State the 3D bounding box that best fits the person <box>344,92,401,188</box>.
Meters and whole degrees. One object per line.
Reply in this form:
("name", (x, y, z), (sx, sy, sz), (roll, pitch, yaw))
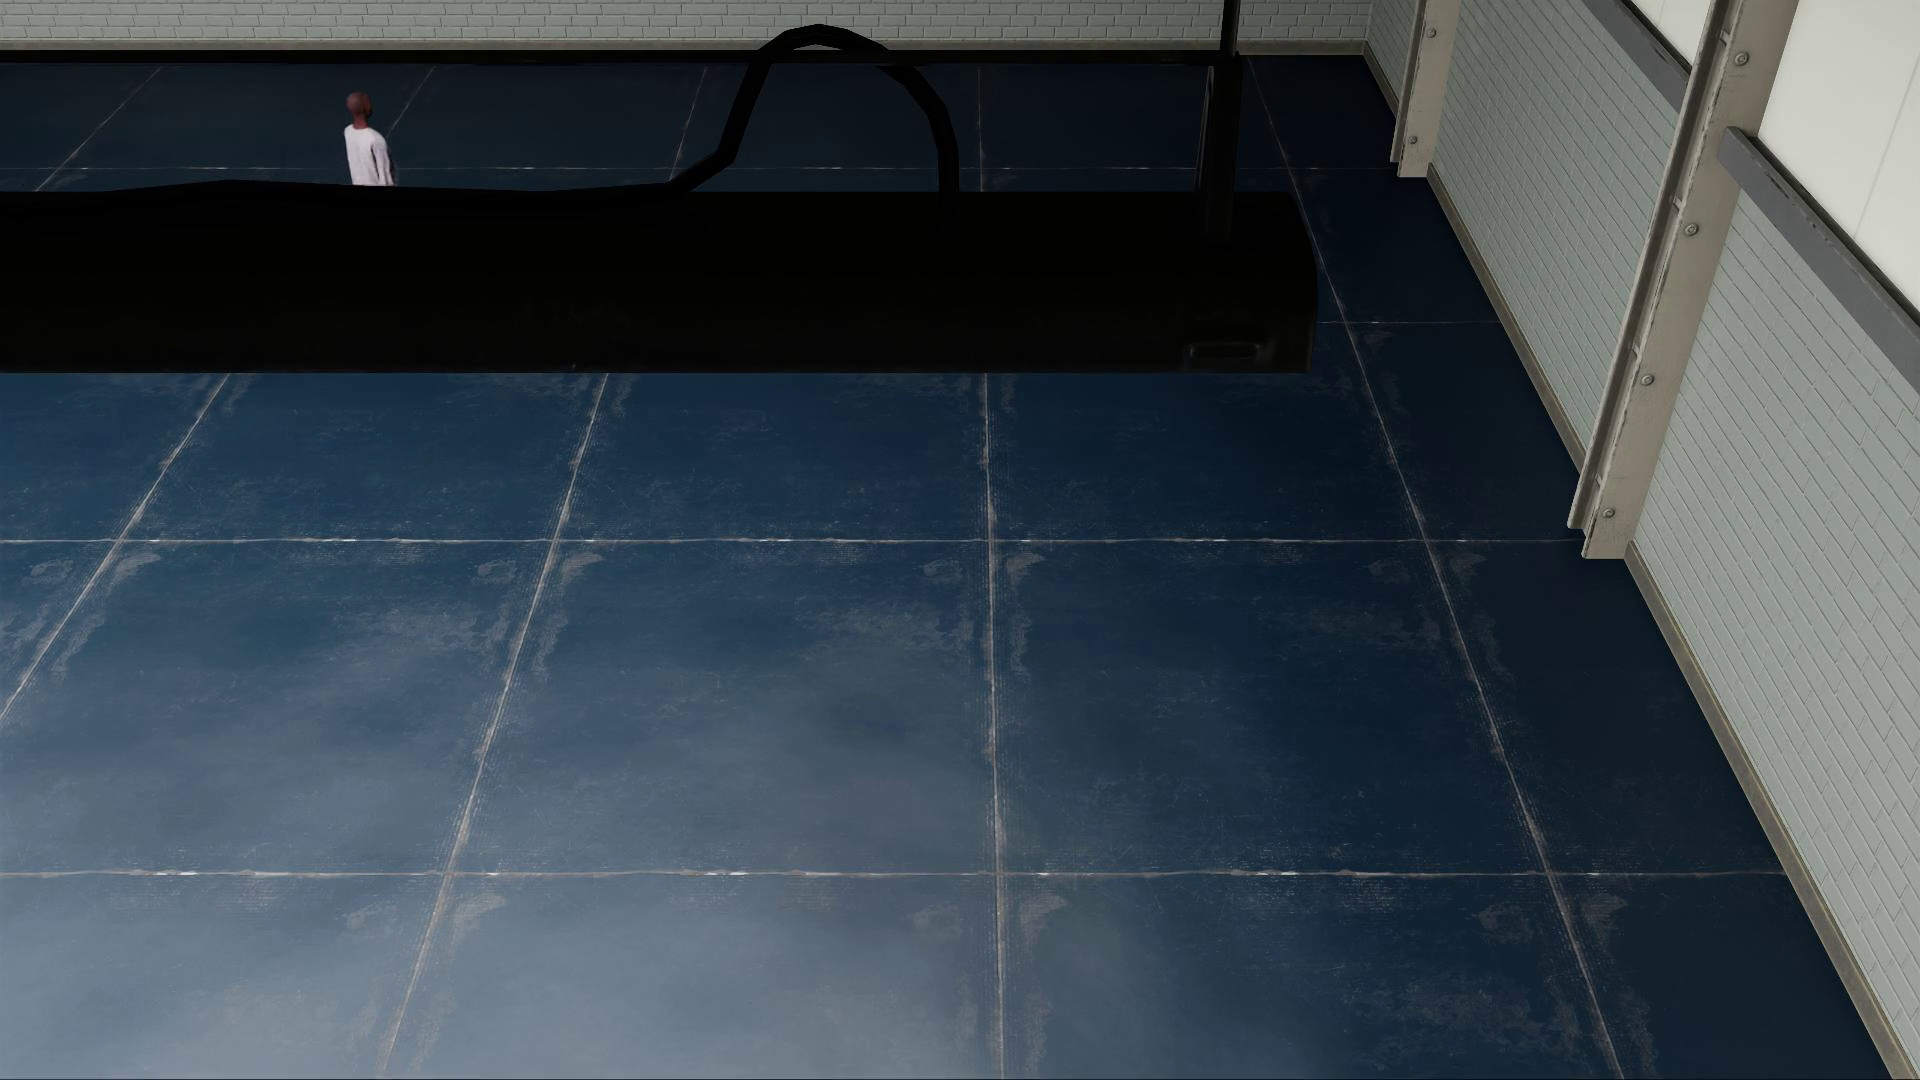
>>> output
("person", (-4.858, -2.789, 13.687), (0.977, 1.726, 1.225), (18, 41, 22))
